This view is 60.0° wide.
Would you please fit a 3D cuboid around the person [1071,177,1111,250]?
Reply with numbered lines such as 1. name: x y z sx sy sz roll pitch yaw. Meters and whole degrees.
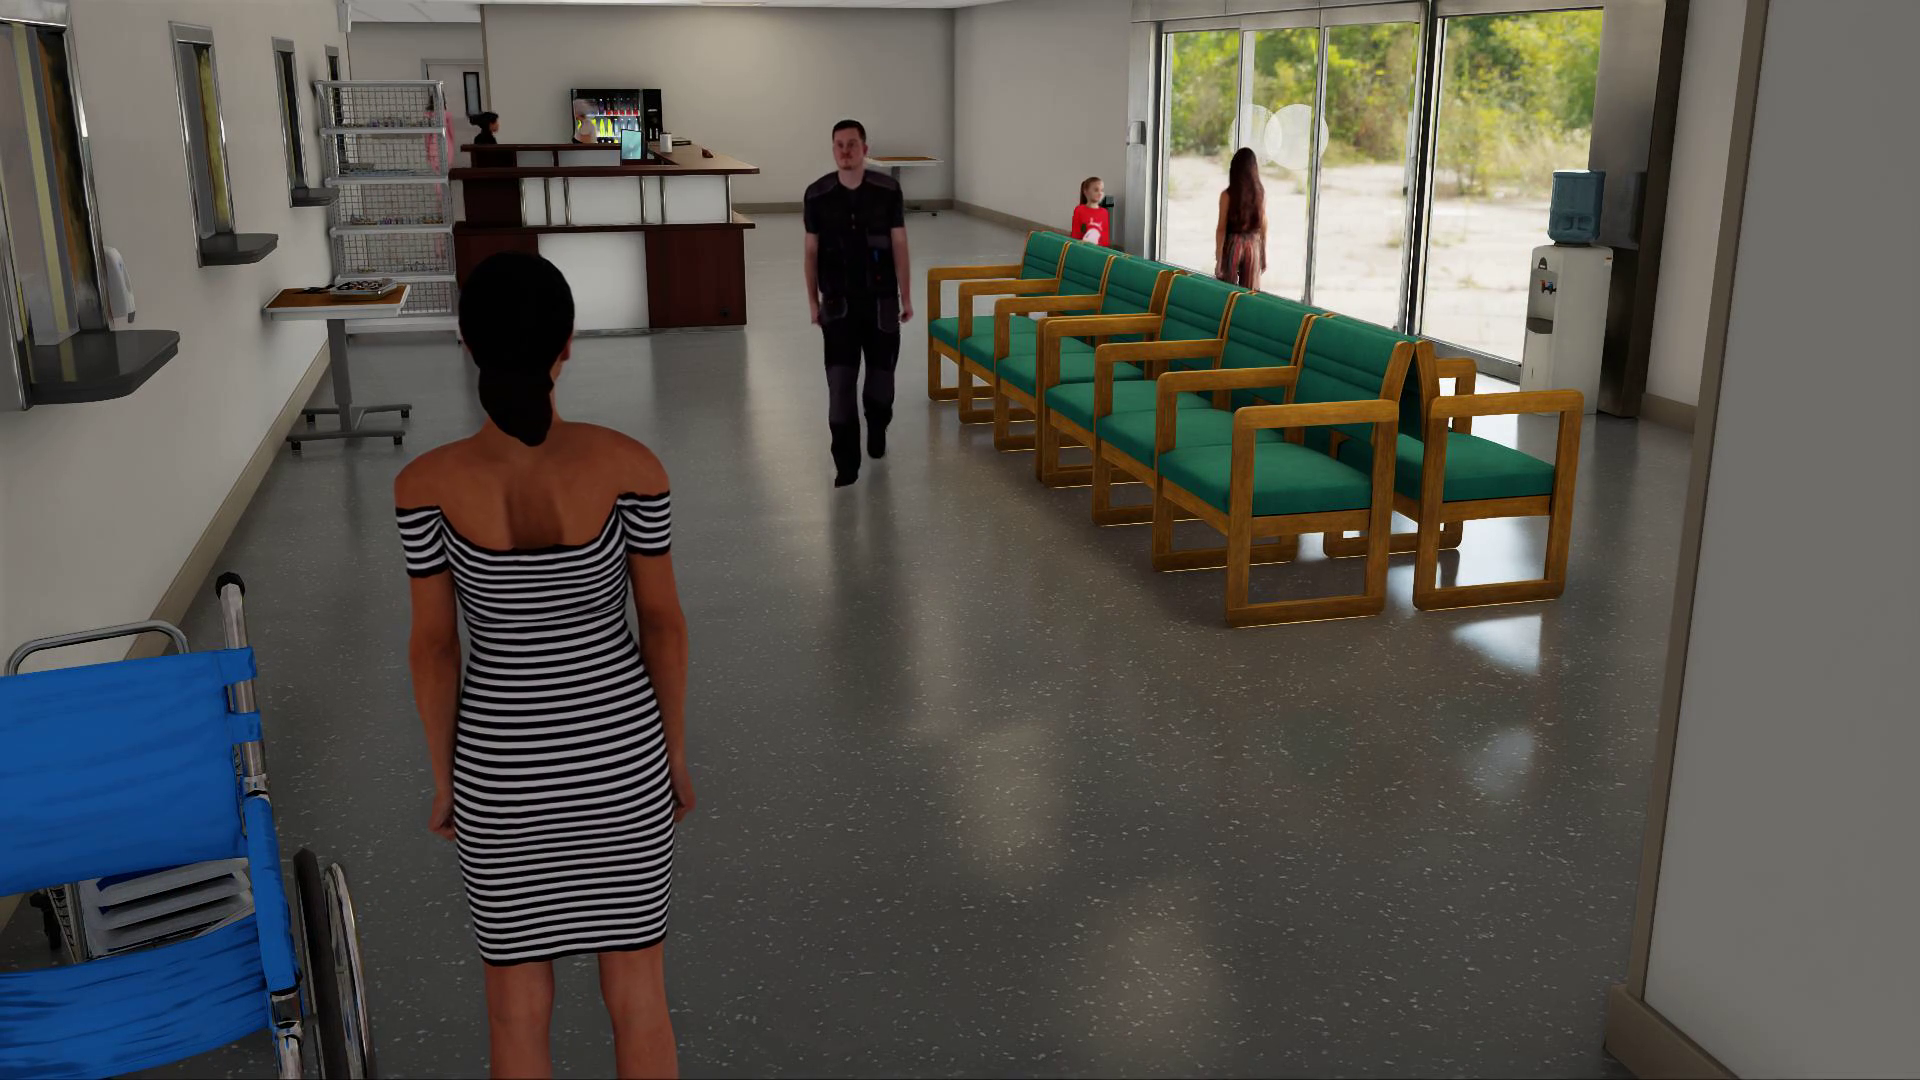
1. person: 0.991 -2.220 13.171 0.740 1.271 0.620 -7 17 -22

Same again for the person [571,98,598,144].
1. person: -4.612 -4.578 20.645 0.614 1.753 0.691 0 16 -1

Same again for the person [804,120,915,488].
1. person: -0.511 -1.239 8.681 1.183 1.818 0.960 -1 16 -2

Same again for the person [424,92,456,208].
1. person: -7.810 -5.818 25.046 1.103 1.752 0.704 -4 16 -13

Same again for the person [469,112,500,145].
1. person: -5.403 -4.017 18.893 0.910 1.625 0.785 -14 21 -41

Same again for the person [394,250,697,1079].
1. person: -0.660 0.431 2.752 0.479 1.822 0.662 -3 16 -11

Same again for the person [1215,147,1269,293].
1. person: 2.068 -2.042 12.041 0.869 1.541 0.631 -5 16 -17
